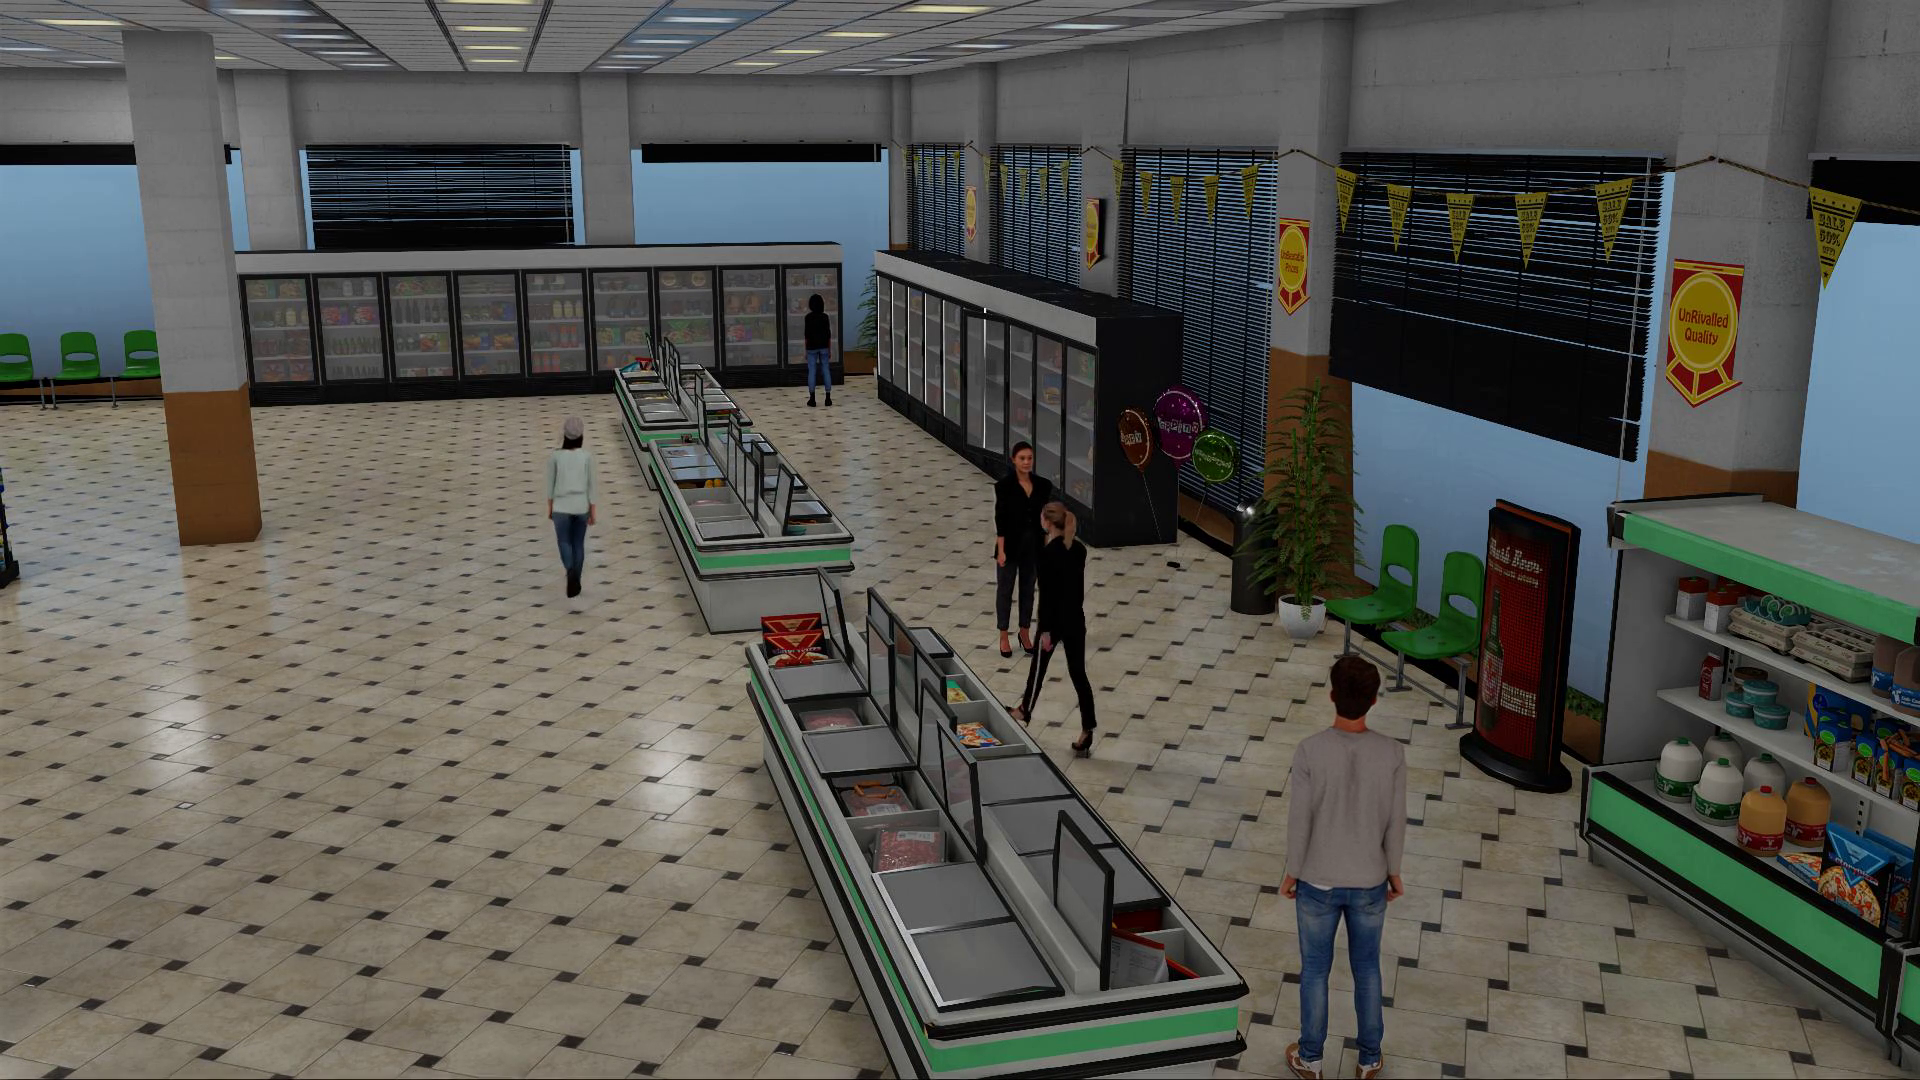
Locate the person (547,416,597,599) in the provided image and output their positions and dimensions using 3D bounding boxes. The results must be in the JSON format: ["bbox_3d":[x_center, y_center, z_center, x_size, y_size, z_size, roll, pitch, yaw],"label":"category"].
[{"bbox_3d":[-3.397,-0.258,14.607,0.583,1.625,0.916,-4,14,-16],"label":"person"}]

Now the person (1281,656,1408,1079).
[{"bbox_3d":[1.631,1.424,7.083,0.732,1.902,0.676,1,14,3],"label":"person"}]

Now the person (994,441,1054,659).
[{"bbox_3d":[0.474,0.063,13.085,0.665,1.718,0.606,-6,15,-23],"label":"person"}]

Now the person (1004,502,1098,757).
[{"bbox_3d":[0.728,0.620,10.916,0.929,1.659,1.150,-10,17,-37],"label":"person"}]

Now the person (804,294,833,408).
[{"bbox_3d":[-2.162,-2.880,25.253,0.584,1.701,0.552,-3,14,-11],"label":"person"}]
